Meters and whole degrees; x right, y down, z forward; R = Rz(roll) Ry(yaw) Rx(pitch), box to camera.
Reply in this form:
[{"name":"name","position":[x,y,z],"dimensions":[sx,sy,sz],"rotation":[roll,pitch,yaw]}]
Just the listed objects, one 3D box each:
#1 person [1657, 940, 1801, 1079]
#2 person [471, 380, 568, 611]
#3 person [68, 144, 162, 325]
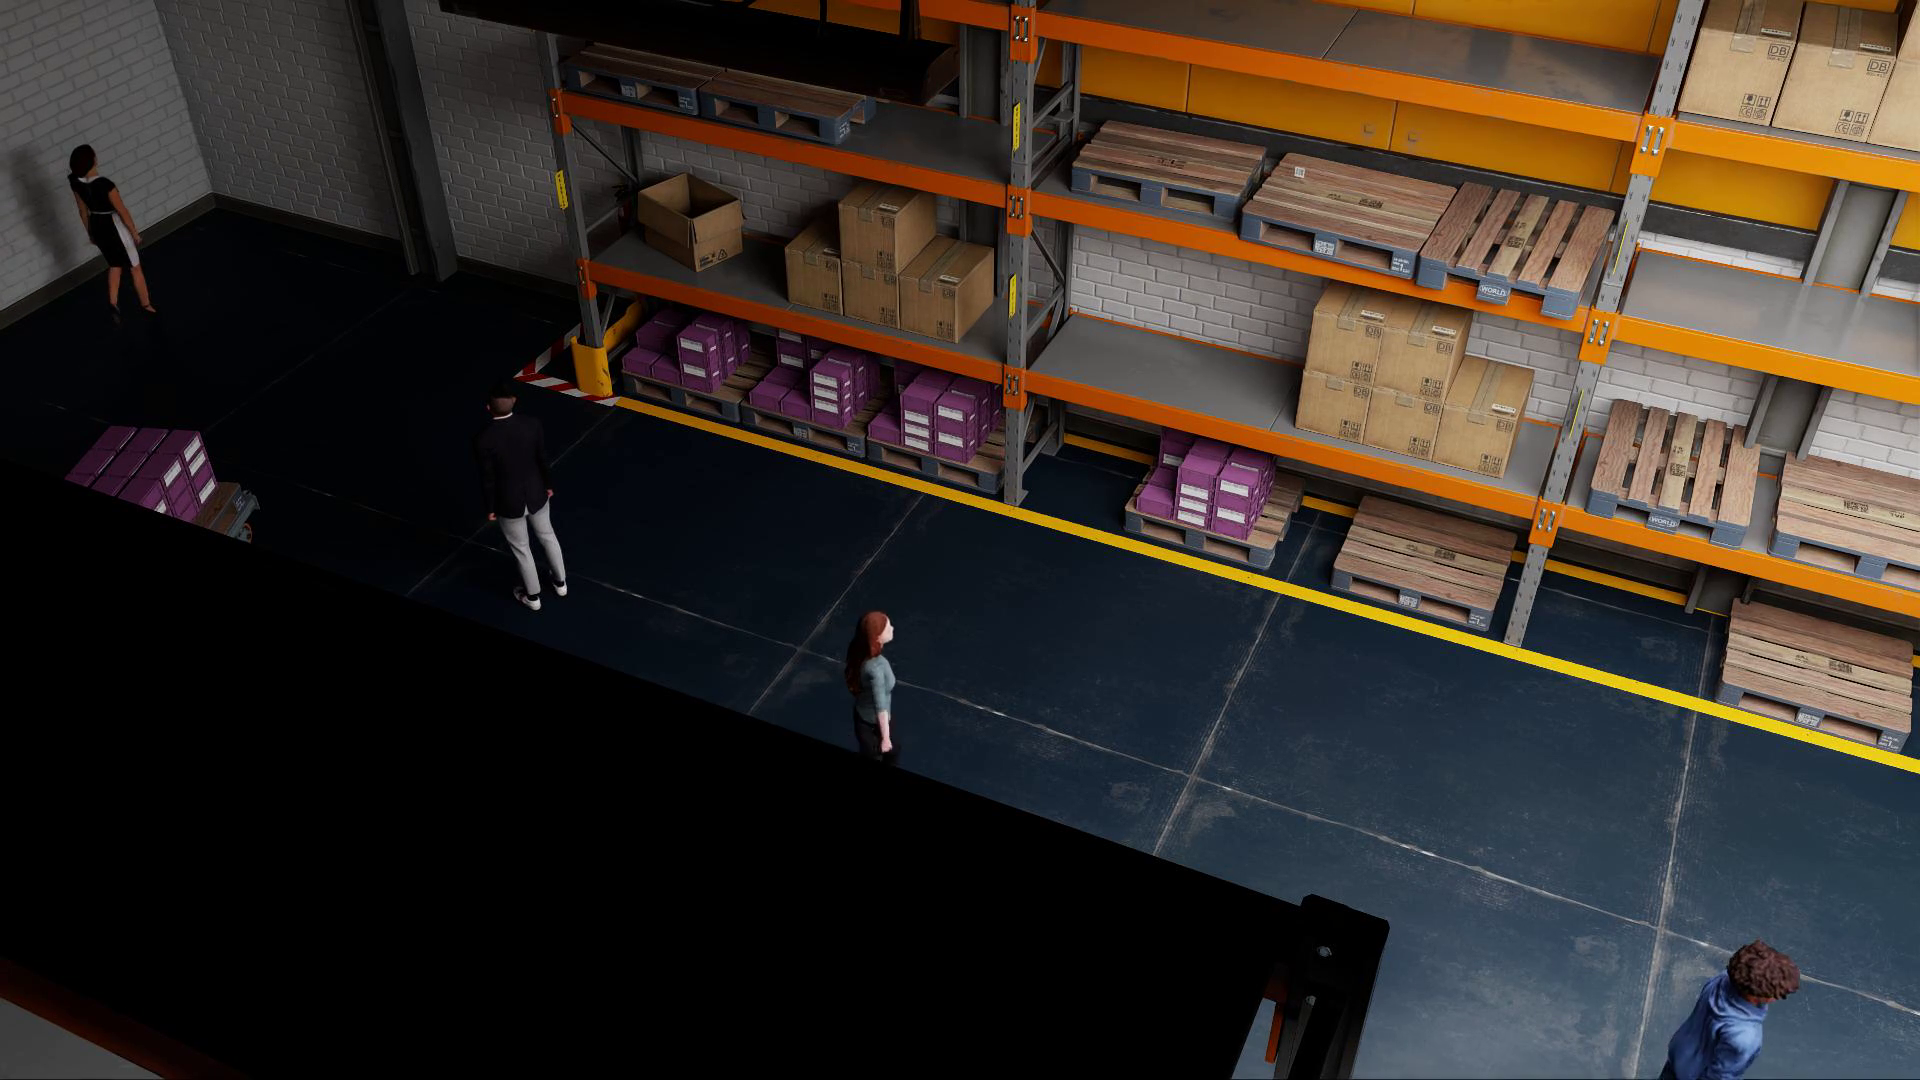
[{"name":"person","position":[3.678,2.632,8.398],"dimensions":[0.847,1.786,0.804],"rotation":[4,39,5]},{"name":"person","position":[-3.172,-0.342,11.991],"dimensions":[0.789,1.949,0.769],"rotation":[-26,45,-29]},{"name":"person","position":[-7.715,-2.719,15.095],"dimensions":[0.789,1.790,0.757],"rotation":[7,39,8]}]
